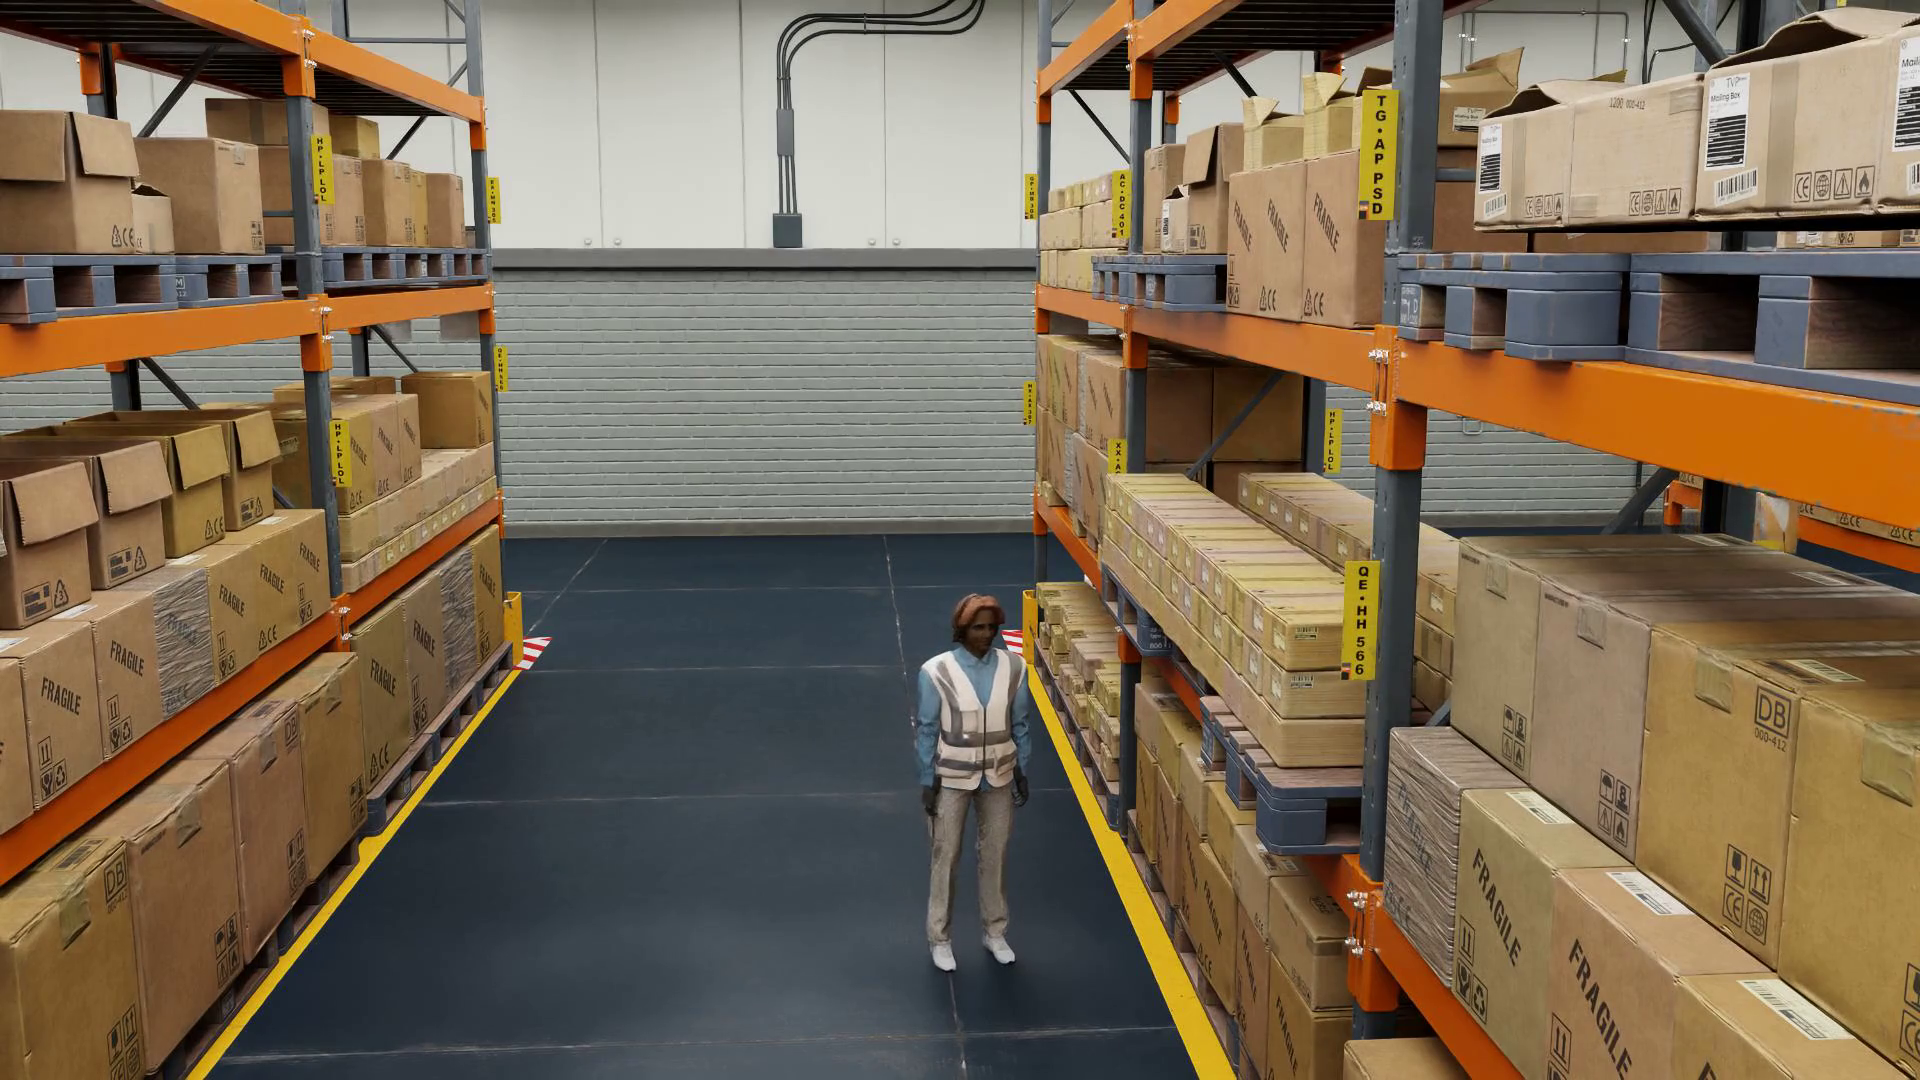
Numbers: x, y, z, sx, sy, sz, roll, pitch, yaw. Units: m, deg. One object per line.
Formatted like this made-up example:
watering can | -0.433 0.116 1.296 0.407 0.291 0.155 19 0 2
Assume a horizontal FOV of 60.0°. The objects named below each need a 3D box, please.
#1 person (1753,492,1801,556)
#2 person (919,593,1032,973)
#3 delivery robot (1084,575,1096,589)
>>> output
person | 5.063 0.339 10.308 0.557 1.916 0.703 -3 10 -18
person | 0.063 1.028 7.108 0.514 1.633 0.312 -4 10 -20
delivery robot | 1.356 0.408 13.632 0.477 0.478 0.707 -9 13 -42
